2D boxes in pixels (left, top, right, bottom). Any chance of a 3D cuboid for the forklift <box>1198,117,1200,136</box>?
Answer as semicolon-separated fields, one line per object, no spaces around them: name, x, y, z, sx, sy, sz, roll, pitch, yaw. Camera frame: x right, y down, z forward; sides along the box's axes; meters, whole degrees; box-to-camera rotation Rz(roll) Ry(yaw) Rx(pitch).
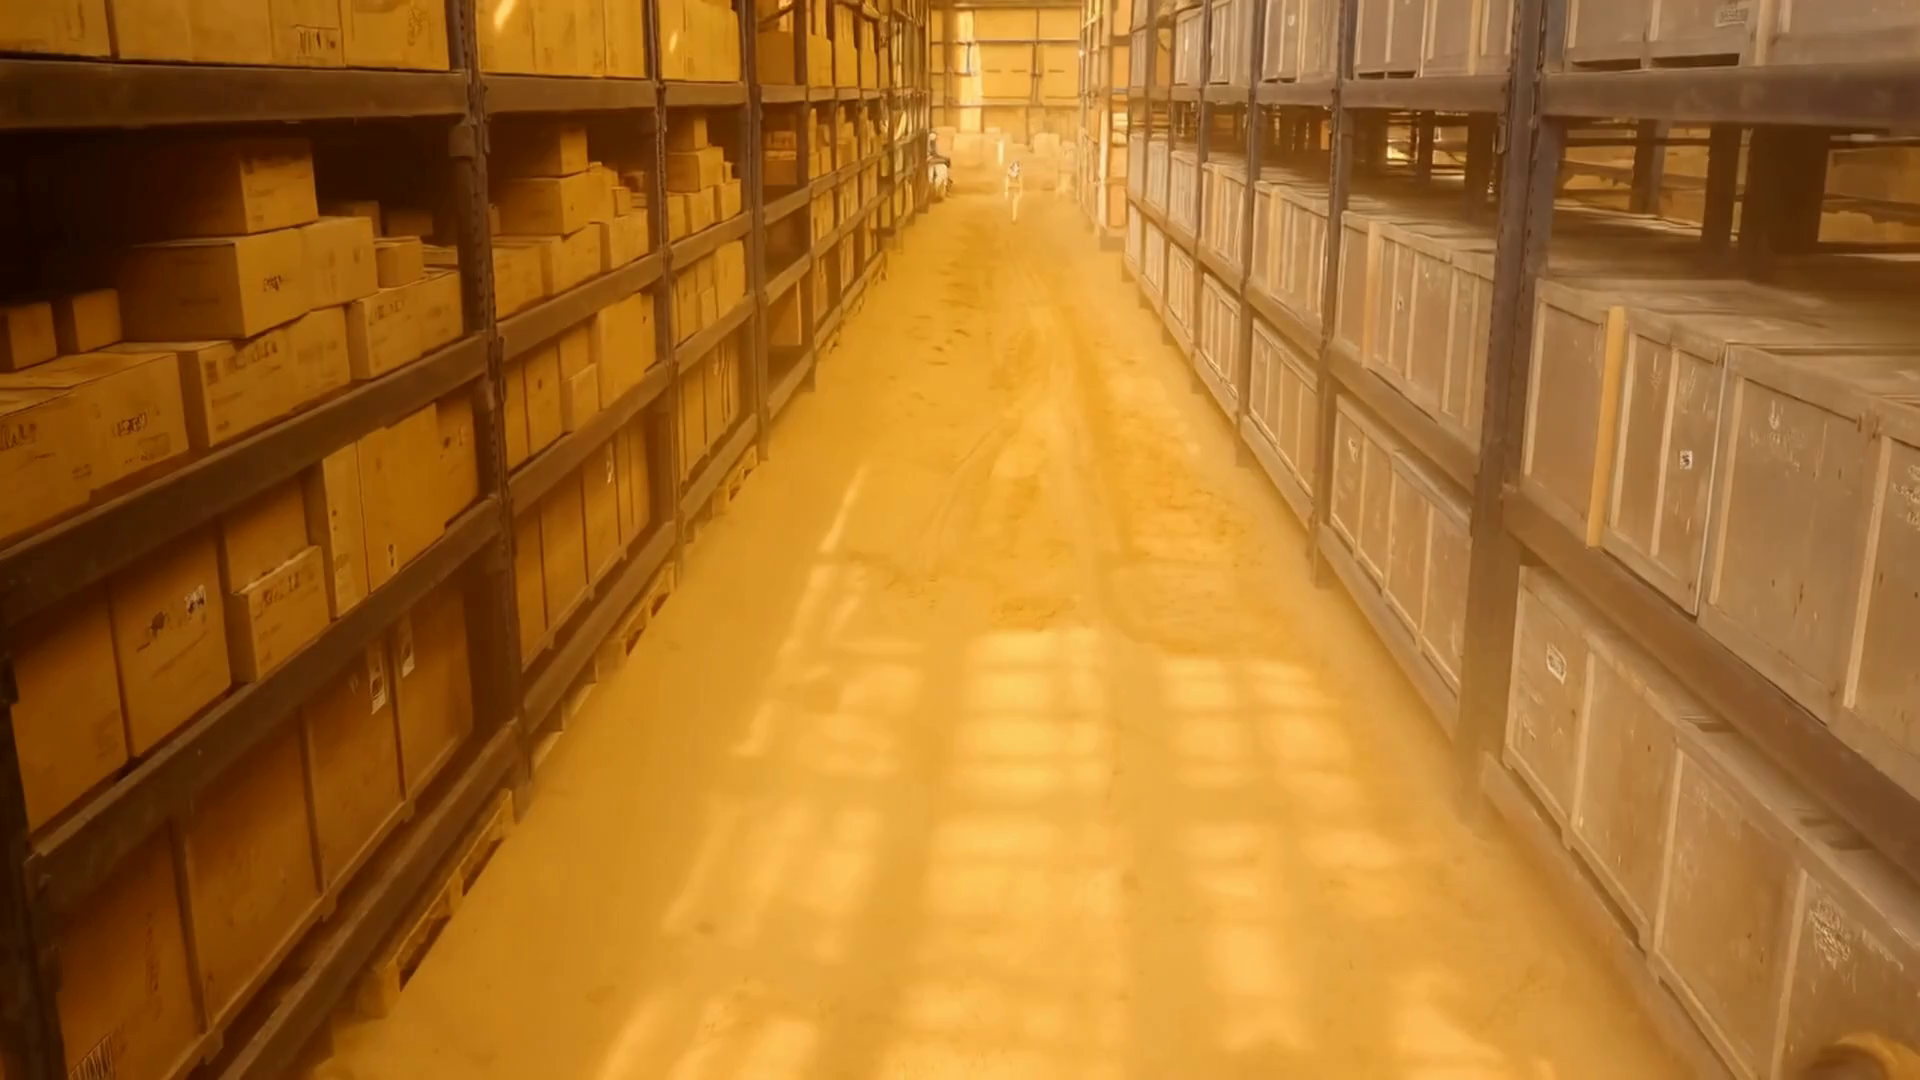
forklift;9.514;-15.535;65.591;1.873;2.768;1.129;0;15;2

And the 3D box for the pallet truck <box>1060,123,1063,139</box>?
pallet truck;5.788;-21.111;88.014;1.885;1.965;0.823;5;16;18

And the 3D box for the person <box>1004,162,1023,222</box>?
person;1.476;-9.553;45.694;0.534;1.626;0.364;3;15;10

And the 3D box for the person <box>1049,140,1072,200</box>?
person;3.396;-12.264;55.184;0.966;1.946;0.616;-9;17;-30

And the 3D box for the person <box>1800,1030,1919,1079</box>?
person;1.784;1.792;3.482;0.521;1.636;0.311;14;21;43

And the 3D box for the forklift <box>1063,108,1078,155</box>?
forklift;4.747;-17.102;71.423;1.873;2.768;1.129;-6;16;-22
